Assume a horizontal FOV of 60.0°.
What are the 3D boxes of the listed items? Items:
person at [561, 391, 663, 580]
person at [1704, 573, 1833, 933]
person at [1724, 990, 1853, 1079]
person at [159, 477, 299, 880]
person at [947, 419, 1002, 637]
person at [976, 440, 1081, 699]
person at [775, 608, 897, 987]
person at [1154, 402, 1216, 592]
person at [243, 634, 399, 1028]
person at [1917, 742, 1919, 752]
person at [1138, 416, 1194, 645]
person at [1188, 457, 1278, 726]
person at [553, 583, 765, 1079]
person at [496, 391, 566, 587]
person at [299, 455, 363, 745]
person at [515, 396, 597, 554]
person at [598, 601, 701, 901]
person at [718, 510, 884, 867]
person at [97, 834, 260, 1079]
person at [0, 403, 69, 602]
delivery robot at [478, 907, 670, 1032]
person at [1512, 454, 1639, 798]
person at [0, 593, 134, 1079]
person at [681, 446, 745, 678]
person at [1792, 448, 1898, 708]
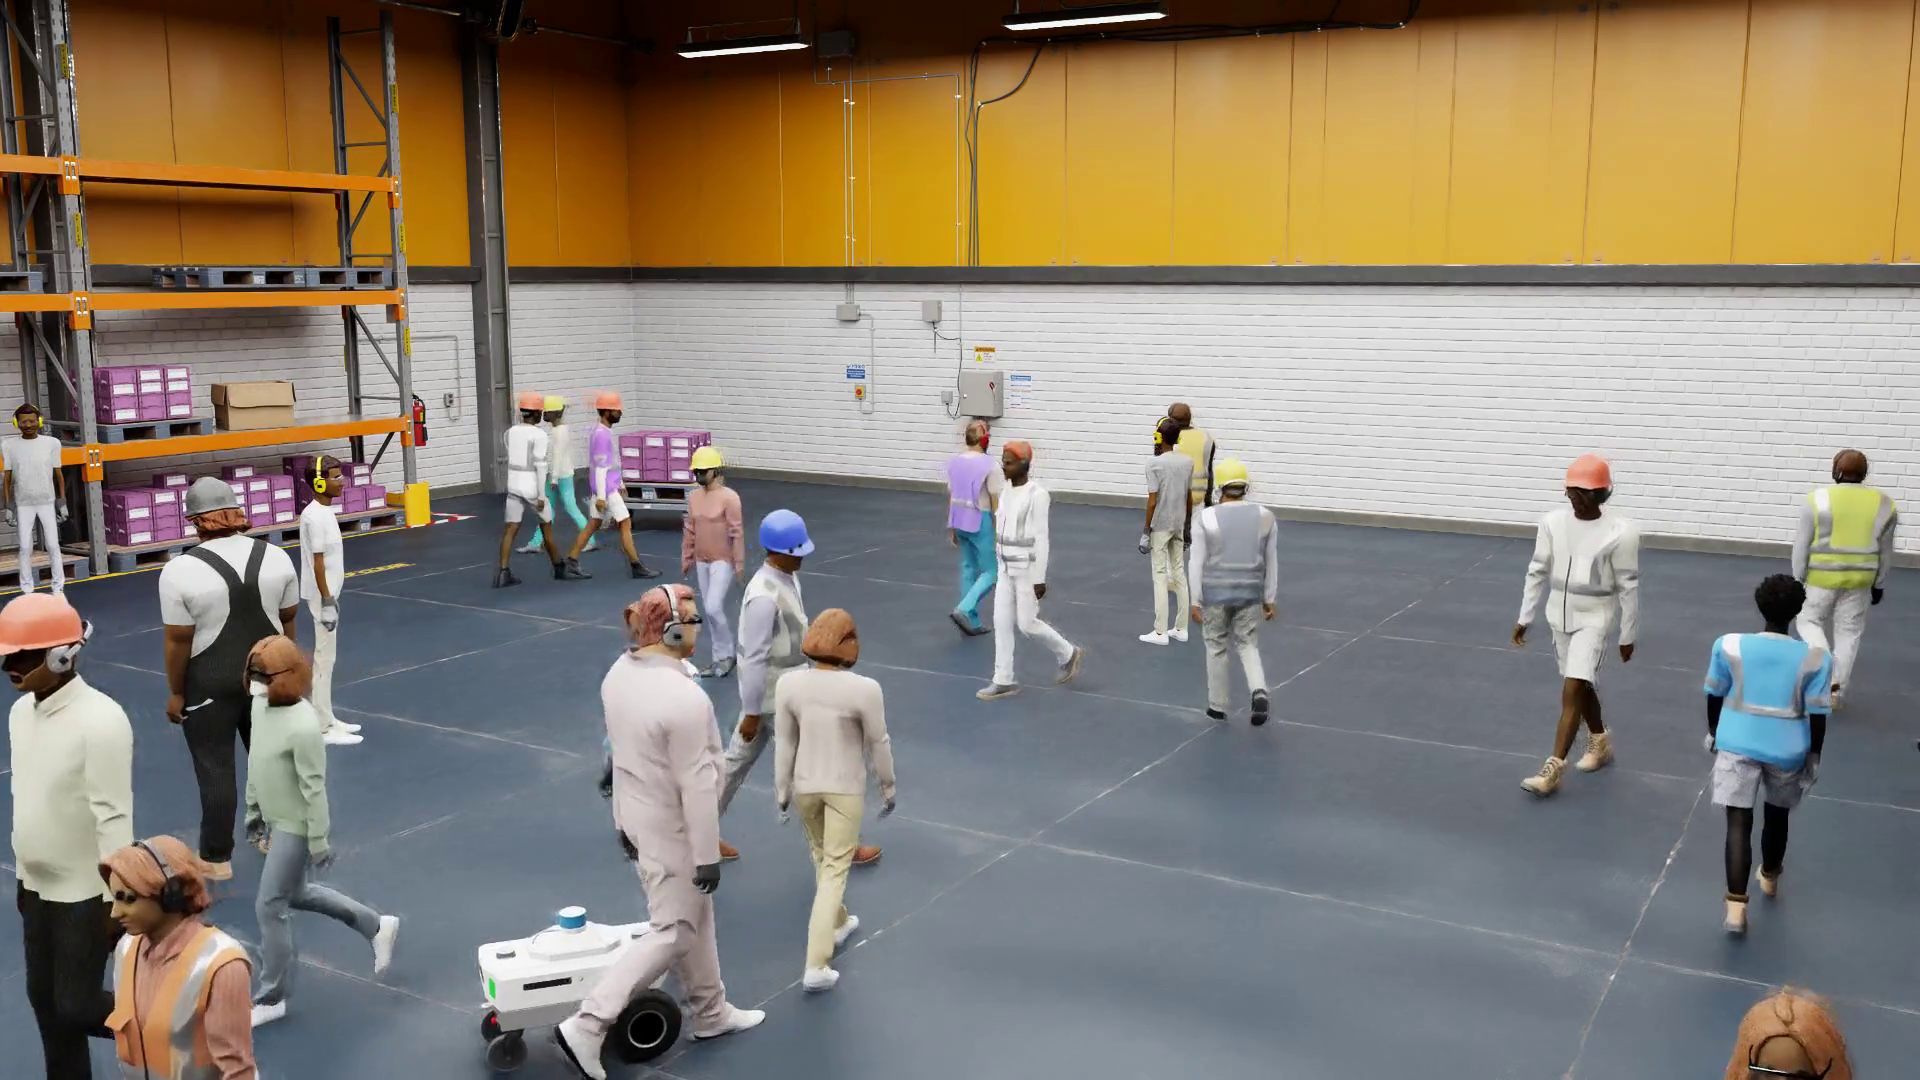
[{"bbox_3d":[-3.503,-0.528,16.410,0.981,1.897,0.561,-2,9,-15],"label":"person"},{"bbox_3d":[3.757,0.972,7.781,0.537,1.649,0.905,4,10,23],"label":"person"},{"bbox_3d":[1.709,1.682,3.466,0.499,1.612,0.728,4,10,26],"label":"person"},{"bbox_3d":[-3.717,0.676,8.402,0.537,2.000,0.678,7,12,38],"label":"person"},{"bbox_3d":[0.107,-0.077,13.750,0.469,1.830,0.592,-9,13,-43],"label":"person"},{"bbox_3d":[0.492,0.206,11.900,0.743,1.864,0.585,-6,11,-31],"label":"person"},{"bbox_3d":[-0.561,1.091,7.225,0.501,1.593,0.800,4,10,22],"label":"person"},{"bbox_3d":[2.117,-0.391,15.713,0.628,1.827,0.572,-2,9,-14],"label":"person"},{"bbox_3d":[-2.672,1.150,6.783,0.695,1.606,0.507,-7,12,-39],"label":"person"},{"bbox_3d":[5.917,0.588,9.426,0.619,1.888,0.667,3,10,17],"label":"person"},{"bbox_3d":[1.690,-0.076,13.630,0.532,1.868,0.310,-6,11,-33],"label":"person"},{"bbox_3d":[1.821,0.367,11.028,0.599,1.820,0.590,-1,9,-8],"label":"person"},{"bbox_3d":[-1.147,1.095,6.309,0.869,1.877,0.653,-6,11,-34],"label":"person"},{"bbox_3d":[-4.212,-0.505,16.266,0.559,1.884,0.977,5,10,27],"label":"person"},{"bbox_3d":[-4.085,0.383,10.759,0.331,1.874,0.519,-3,10,-18],"label":"person"},{"bbox_3d":[-4.361,-0.695,17.956,0.839,1.723,0.536,-4,10,-24],"label":"person"},{"bbox_3d":[-1.362,1.059,7.330,0.523,1.623,0.526,-9,13,-43],"label":"person"},{"bbox_3d":[-0.956,0.759,8.408,1.044,1.883,0.618,-1,9,-4],"label":"person"},{"bbox_3d":[-1.945,1.530,4.386,0.520,1.613,0.658,5,10,27],"label":"person"},{"bbox_3d":[-8.446,-0.321,15.198,0.514,1.862,0.325,-5,10,-28],"label":"person"},{"bbox_3d":[-1.506,1.677,6.488,0.707,0.478,0.477,-3,10,-21],"label":"delivery robot"},{"bbox_3d":[3.660,0.479,9.831,1.069,1.992,0.614,-6,11,-35],"label":"person"},{"bbox_3d":[-2.998,1.142,5.689,0.644,1.976,0.553,5,11,31],"label":"person"},{"bbox_3d":[-1.862,0.172,12.421,0.554,1.748,0.406,7,11,37],"label":"person"},{"bbox_3d":[6.104,0.278,11.540,0.651,1.830,0.445,2,9,10],"label":"person"}]
